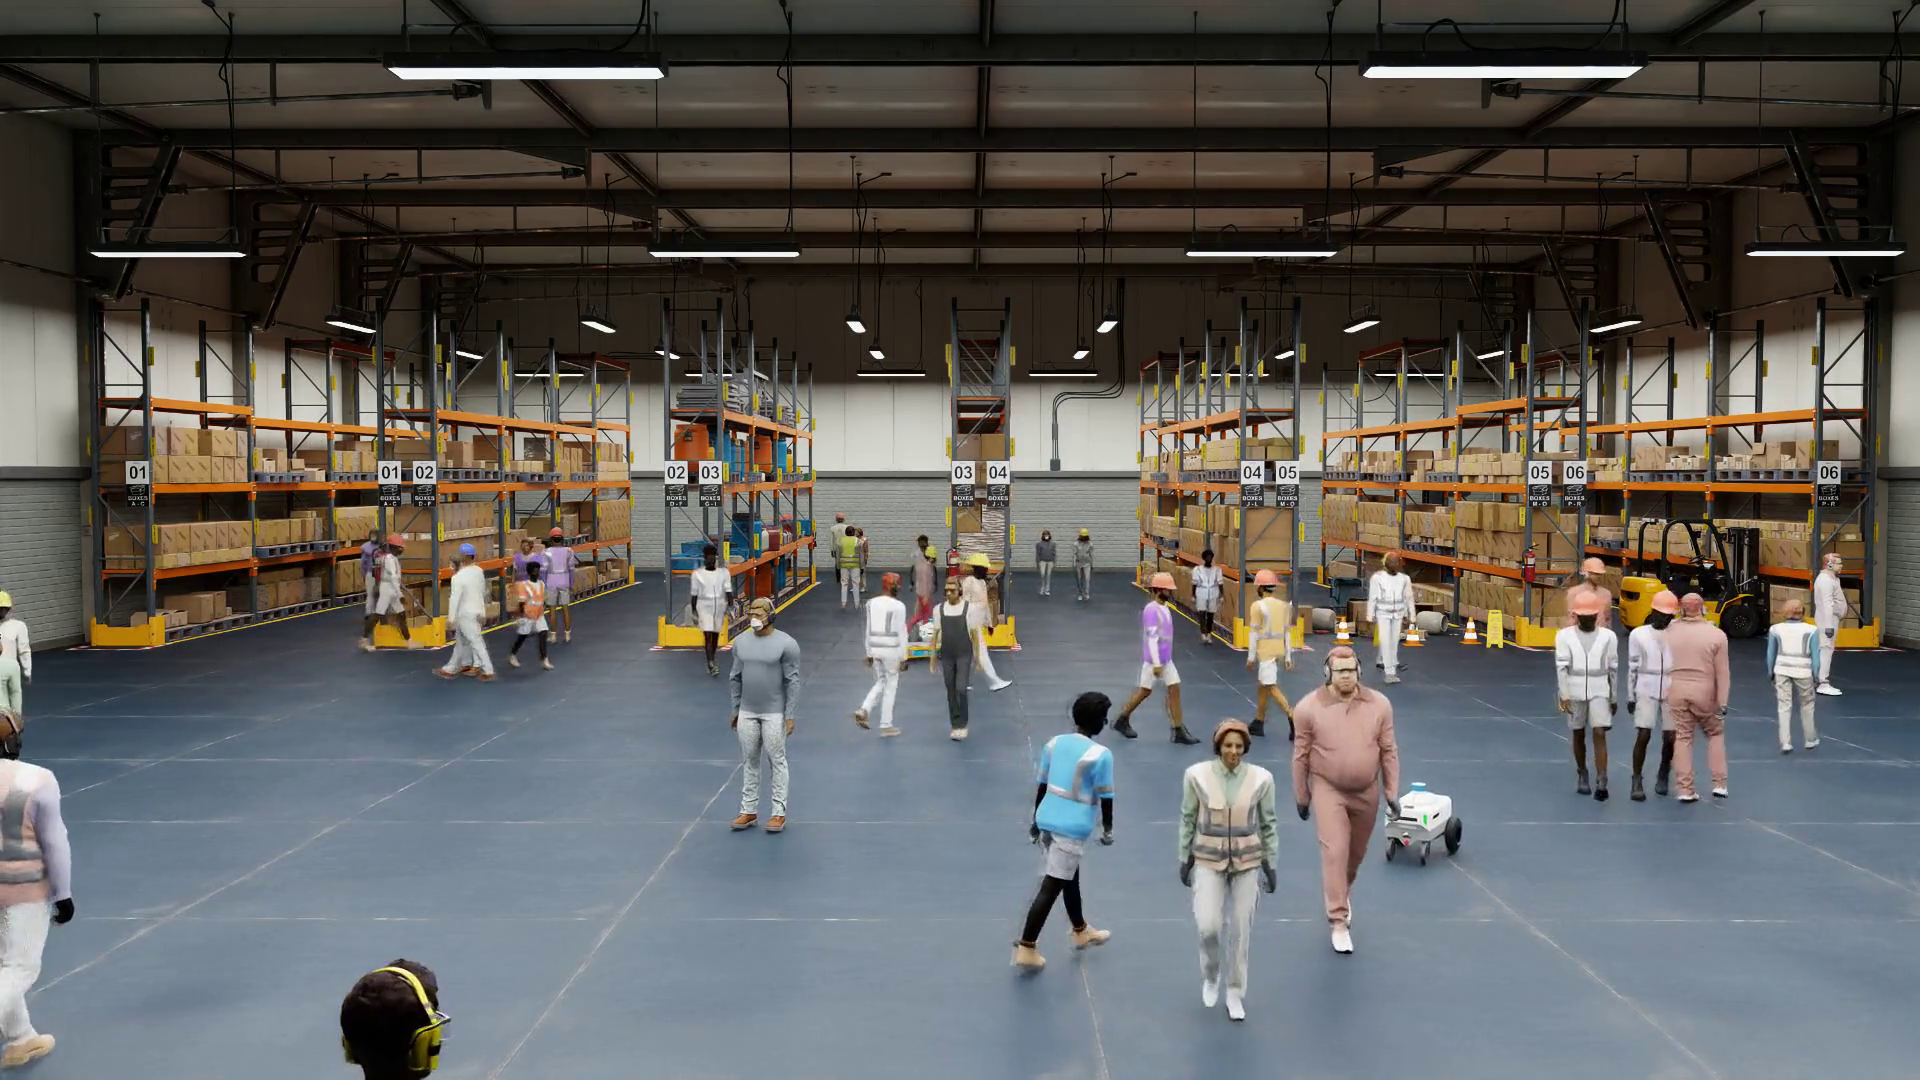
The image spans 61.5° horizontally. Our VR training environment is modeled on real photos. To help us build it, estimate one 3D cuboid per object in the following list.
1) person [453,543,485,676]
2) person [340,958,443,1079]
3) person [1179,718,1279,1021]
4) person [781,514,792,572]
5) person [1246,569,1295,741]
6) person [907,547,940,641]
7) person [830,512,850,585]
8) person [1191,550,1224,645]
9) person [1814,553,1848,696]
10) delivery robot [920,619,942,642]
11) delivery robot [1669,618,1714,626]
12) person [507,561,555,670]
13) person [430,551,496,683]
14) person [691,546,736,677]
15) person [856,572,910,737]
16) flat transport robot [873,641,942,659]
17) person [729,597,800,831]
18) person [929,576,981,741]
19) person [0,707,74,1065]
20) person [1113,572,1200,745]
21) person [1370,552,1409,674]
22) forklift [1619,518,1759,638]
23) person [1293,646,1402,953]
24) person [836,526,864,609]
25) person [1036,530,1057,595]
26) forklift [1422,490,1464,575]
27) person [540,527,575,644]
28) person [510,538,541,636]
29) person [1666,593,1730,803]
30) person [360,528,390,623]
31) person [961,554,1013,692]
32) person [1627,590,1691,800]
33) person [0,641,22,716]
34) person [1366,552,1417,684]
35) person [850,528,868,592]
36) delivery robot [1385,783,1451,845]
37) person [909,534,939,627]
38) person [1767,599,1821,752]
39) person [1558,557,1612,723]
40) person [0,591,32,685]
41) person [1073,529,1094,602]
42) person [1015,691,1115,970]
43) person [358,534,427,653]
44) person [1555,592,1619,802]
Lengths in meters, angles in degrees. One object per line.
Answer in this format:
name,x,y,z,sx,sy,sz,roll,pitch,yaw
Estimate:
person,-7.235,1.023,23.782,0.614,1.946,0.389,2,3,43
person,-1.251,1.867,3.568,0.536,1.865,0.312,0,2,-1
person,1.461,1.774,8.752,0.536,1.622,0.373,0,2,3
person,-4.981,0.210,44.951,0.890,1.905,0.548,0,2,-5
person,3.534,1.276,18.065,0.536,1.904,0.940,-2,3,-42
person,-0.663,0.965,28.059,0.649,1.719,0.571,0,2,3
person,-3.194,0.230,43.352,0.639,1.977,0.685,0,2,3
person,4.304,1.001,27.967,0.553,1.646,0.884,0,2,-3
person,11.717,1.125,21.734,0.403,1.906,0.652,1,3,26
delivery robot,-0.482,1.557,26.976,0.477,0.478,0.707,0,2,-6
delivery robot,12.790,1.507,28.251,0.707,0.478,0.477,2,3,35
person,-6.552,1.139,24.539,0.841,1.656,0.530,2,3,35
person,-7.062,1.091,23.001,1.014,1.874,0.668,0,2,6
person,-3.660,1.038,23.851,0.605,1.918,1.008,-1,3,-27
person,-0.854,1.288,18.214,0.586,1.869,0.496,2,3,42
flat transport robot,-0.720,1.781,26.027,1.431,0.197,0.652,-1,3,-31
person,-1.635,1.439,13.425,0.627,1.940,0.371,1,2,21
person,-0.072,1.315,17.887,0.548,1.825,0.600,1,2,16
person,-4.678,1.726,7.838,0.627,1.820,0.846,0,2,6
person,2.150,1.296,17.900,1.003,1.892,0.549,1,3,32
person,6.453,1.083,24.016,0.622,1.799,0.752,-2,3,-34
forklift,13.417,0.684,29.791,2.313,2.155,1.214,0,2,0
person,2.461,1.599,10.362,0.640,1.866,0.957,0,2,-4
person,-2.427,0.603,35.686,0.636,1.840,0.429,0,2,4
person,2.143,0.558,39.657,0.503,1.613,0.577,0,2,-10
forklift,13.926,-0.371,47.846,1.873,2.768,1.129,0,2,0
person,-7.095,0.792,28.423,0.615,2.040,0.391,-1,3,-32
person,-7.961,0.850,29.842,0.568,1.813,0.866,1,2,14
person,6.659,1.421,14.644,0.651,1.877,0.668,2,3,36
person,-11.711,0.711,32.371,0.636,1.883,1.010,-1,2,-13
person,0.296,1.128,21.964,0.991,1.873,0.605,1,2,20
person,6.374,1.401,14.717,0.558,1.908,0.582,1,2,17
person,-8.367,1.570,13.909,0.501,1.633,0.289,-1,3,-32
person,6.124,1.112,22.819,0.699,1.852,0.792,0,2,-7
person,-2.553,0.502,40.771,0.523,1.636,0.311,1,3,29
delivery robot,3.562,2.131,12.535,0.477,0.478,0.707,1,3,32
person,-0.688,0.803,30.612,0.557,1.847,0.565,0,2,-4
person,8.921,1.440,17.236,0.545,1.615,0.659,2,3,41
person,7.547,1.183,19.450,0.626,1.972,0.833,0,2,-10
person,-10.078,1.404,16.983,0.540,1.721,0.889,-2,3,-42
person,2.884,0.592,37.822,0.491,1.693,0.913,0,2,4
person,0.680,1.731,9.674,0.901,1.631,0.522,-1,3,-33
person,-9.507,0.893,26.886,1.097,1.986,0.618,0,2,-7
person,5.700,1.416,14.683,0.546,1.875,1.012,1,2,19
